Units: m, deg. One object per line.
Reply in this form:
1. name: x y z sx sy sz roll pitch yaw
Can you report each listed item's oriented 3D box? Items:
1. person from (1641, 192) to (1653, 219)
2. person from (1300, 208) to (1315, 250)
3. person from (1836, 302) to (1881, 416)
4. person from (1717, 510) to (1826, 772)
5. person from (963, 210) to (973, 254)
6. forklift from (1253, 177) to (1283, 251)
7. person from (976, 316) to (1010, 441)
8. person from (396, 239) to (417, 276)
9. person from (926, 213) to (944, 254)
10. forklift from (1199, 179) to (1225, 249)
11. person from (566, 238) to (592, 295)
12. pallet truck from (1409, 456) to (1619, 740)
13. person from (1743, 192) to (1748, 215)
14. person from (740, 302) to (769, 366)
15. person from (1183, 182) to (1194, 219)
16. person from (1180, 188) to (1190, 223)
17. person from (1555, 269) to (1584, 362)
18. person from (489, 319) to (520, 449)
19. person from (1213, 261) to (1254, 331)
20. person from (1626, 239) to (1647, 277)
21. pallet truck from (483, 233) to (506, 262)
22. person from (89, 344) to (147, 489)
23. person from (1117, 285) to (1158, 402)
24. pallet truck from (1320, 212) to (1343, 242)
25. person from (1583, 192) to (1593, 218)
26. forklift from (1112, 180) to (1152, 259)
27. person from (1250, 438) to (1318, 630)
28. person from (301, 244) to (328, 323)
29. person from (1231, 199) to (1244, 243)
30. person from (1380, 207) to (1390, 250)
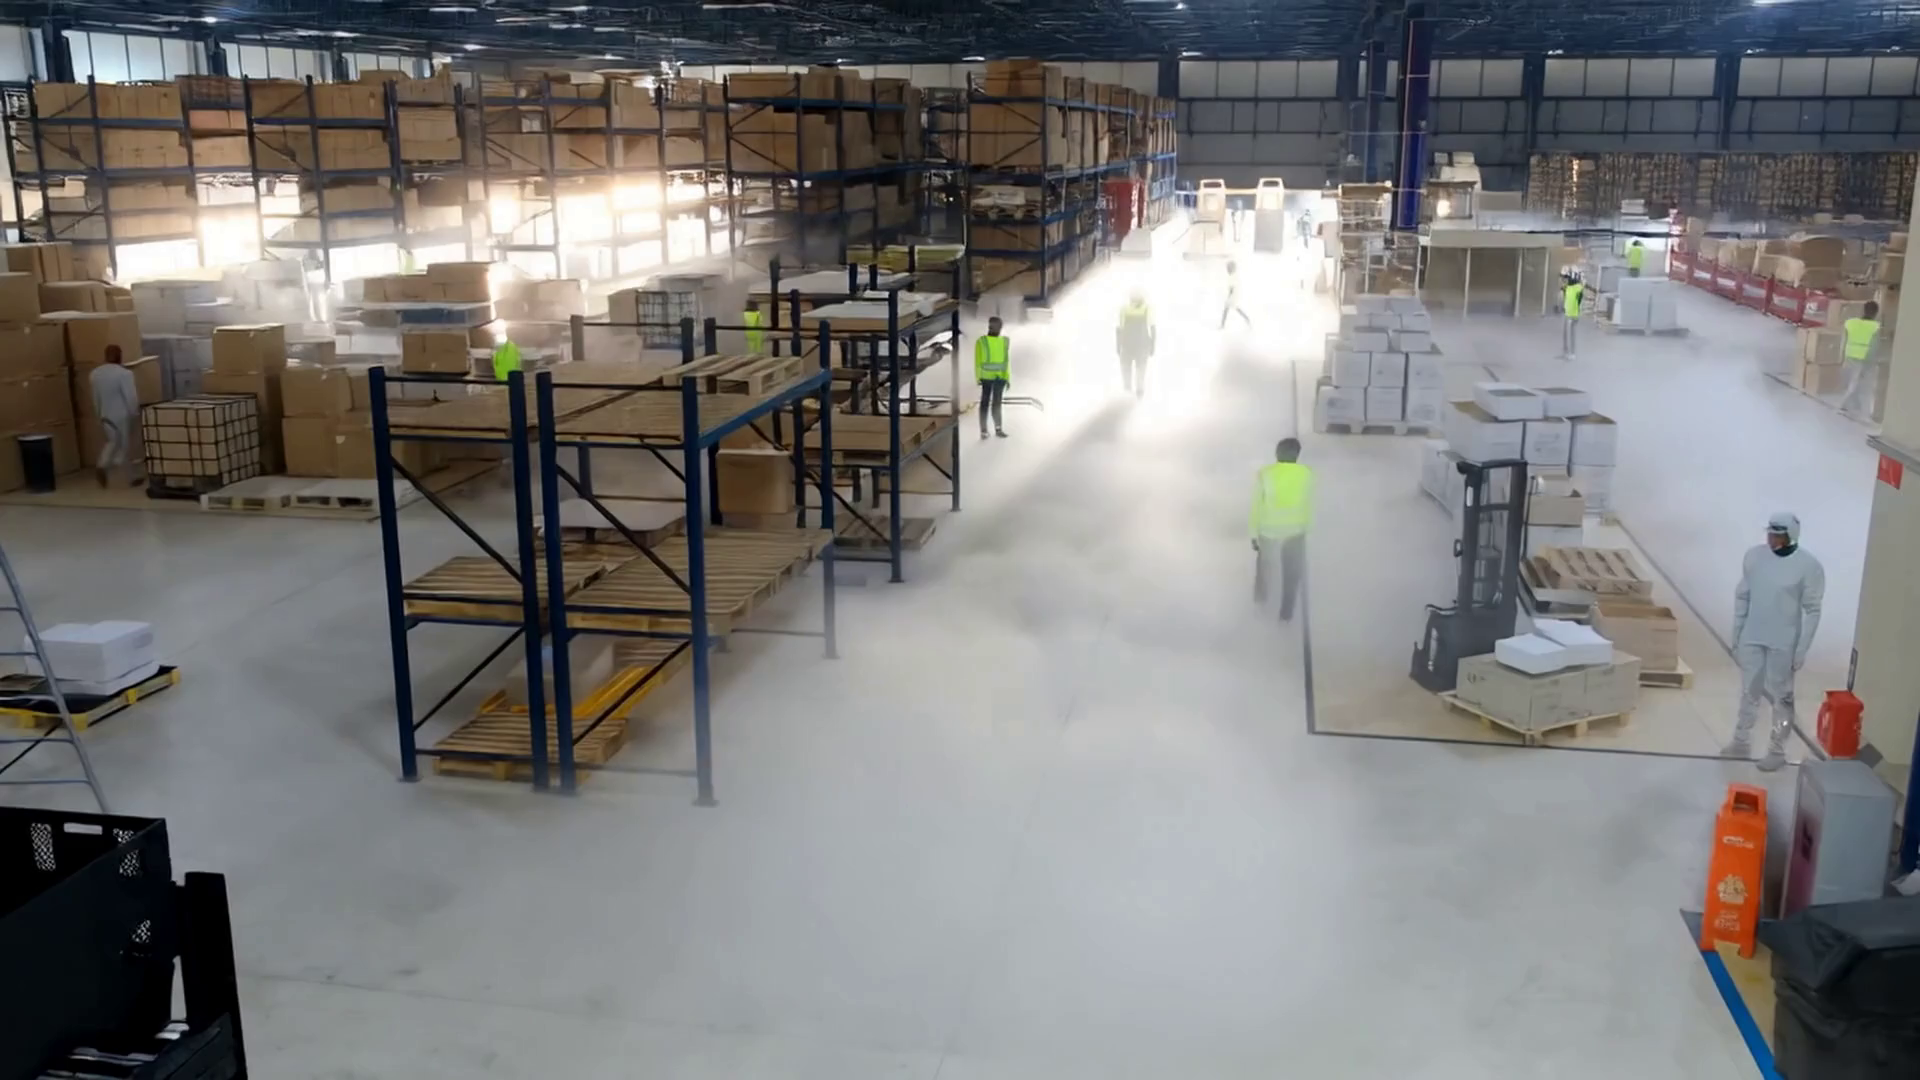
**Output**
1. person: 32.702 -15.797 79.365 0.639 1.903 0.805 1 14 2
2. person: 13.628 -12.182 65.165 0.550 1.663 0.750 -1 14 -3
3. person: 14.761 -2.978 27.387 0.960 1.878 0.597 -9 16 -31
4. person: 5.948 0.727 12.190 0.372 1.940 0.629 -8 16 -31
5. person: 0.431 -11.827 63.472 0.862 1.785 0.599 -8 16 -28
6. forklift: 12.083 -12.747 64.956 1.129 2.768 1.873 3 14 10
7. person: 0.503 -2.455 25.220 0.575 1.885 0.355 -8 16 -29
8. person: -14.813 -7.170 44.583 0.987 1.795 0.619 10 17 36
9. person: -0.964 -11.472 62.417 0.767 1.592 0.589 4 14 17
10. forklift: 9.391 -12.113 62.381 1.129 2.768 1.873 3 14 10
11. person: -9.521 -6.541 41.597 0.621 1.989 0.400 -3 14 -11
12. pallet truck: 4.504 0.400 13.395 0.823 1.965 1.885 -6 15 -23
13. person: 37.754 -15.910 80.046 0.992 1.797 0.593 5 15 20
14. person: -3.771 -3.659 30.631 0.513 1.623 0.557 7 15 26
15. person: 12.069 -17.978 88.083 0.621 1.972 0.769 2 14 10
16. person: 11.415 -16.957 84.363 0.541 1.751 0.388 2 14 9
17. person: 12.421 -4.561 33.797 0.327 1.874 0.518 -4 14 -15
18. person: -6.719 -2.310 24.574 0.589 1.918 0.402 13 19 41
19. person: 6.480 -5.725 38.995 0.937 1.646 0.534 2 14 8
20. person: 19.185 -7.712 47.146 0.504 1.616 0.683 2 14 7
21. pallet truck: -11.832 -7.026 43.548 1.885 1.965 0.823 8 16 28
22. person: -11.024 -1.593 21.674 0.642 1.911 0.758 2 14 8
23. person: 3.053 -3.406 28.762 0.704 2.000 0.536 2 14 9
24. pallet truck: 15.874 -13.227 70.310 0.680 1.201 1.601 10 17 35
25. person: 30.466 -16.090 80.706 0.497 1.818 0.619 0 14 2
26. forklift: 6.082 -11.722 60.796 1.873 2.768 1.129 2 14 9
27. person: 3.056 -0.095 15.852 0.633 1.775 1.015 0 14 0
28. person: -15.727 -6.249 40.578 0.587 1.911 0.397 -7 15 -26
29. person: 11.607 -13.378 69.704 0.405 1.823 0.590 -12 18 -39
30. person: 16.503 -12.085 64.624 0.755 1.735 0.520 -12 18 -41
